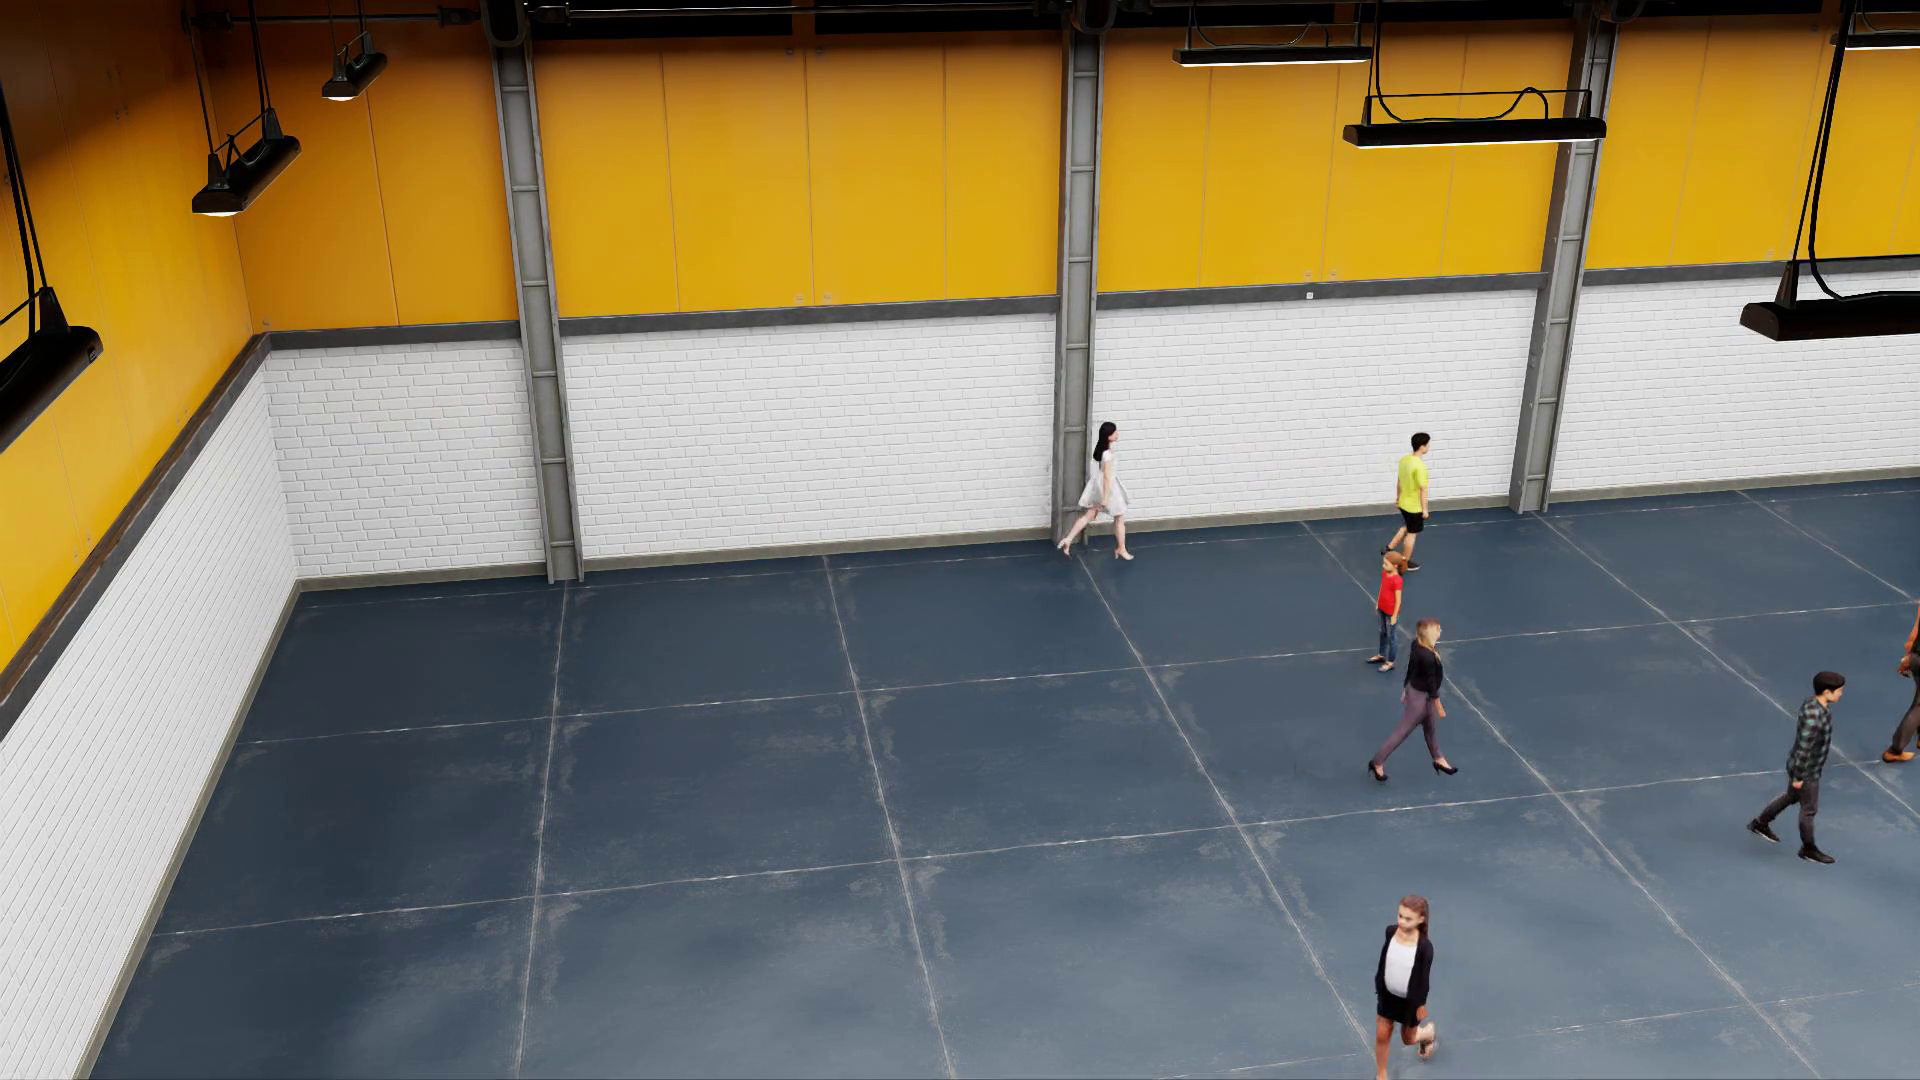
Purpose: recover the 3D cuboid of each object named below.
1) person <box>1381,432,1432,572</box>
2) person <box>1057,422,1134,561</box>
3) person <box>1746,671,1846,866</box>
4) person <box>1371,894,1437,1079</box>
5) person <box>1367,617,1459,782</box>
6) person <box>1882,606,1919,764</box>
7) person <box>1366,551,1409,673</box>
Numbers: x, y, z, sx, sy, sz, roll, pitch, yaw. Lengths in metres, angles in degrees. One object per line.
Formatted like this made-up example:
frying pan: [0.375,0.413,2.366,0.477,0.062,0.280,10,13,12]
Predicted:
person: [5.144,-0.421,19.153,0.701,1.695,0.627,-5,24,-11]
person: [1.592,-0.524,19.332,1.139,1.739,0.598,-5,24,-10]
person: [6.945,1.821,13.789,1.077,1.698,1.014,12,26,26]
person: [3.059,3.067,11.371,0.857,1.537,0.990,22,32,40]
person: [4.013,1.480,14.898,1.114,1.619,0.757,1,24,2]
person: [8.806,1.197,15.220,1.065,1.880,0.796,-7,25,-16]
person: [4.402,0.713,17.040,0.501,1.310,0.514,-7,25,-16]
